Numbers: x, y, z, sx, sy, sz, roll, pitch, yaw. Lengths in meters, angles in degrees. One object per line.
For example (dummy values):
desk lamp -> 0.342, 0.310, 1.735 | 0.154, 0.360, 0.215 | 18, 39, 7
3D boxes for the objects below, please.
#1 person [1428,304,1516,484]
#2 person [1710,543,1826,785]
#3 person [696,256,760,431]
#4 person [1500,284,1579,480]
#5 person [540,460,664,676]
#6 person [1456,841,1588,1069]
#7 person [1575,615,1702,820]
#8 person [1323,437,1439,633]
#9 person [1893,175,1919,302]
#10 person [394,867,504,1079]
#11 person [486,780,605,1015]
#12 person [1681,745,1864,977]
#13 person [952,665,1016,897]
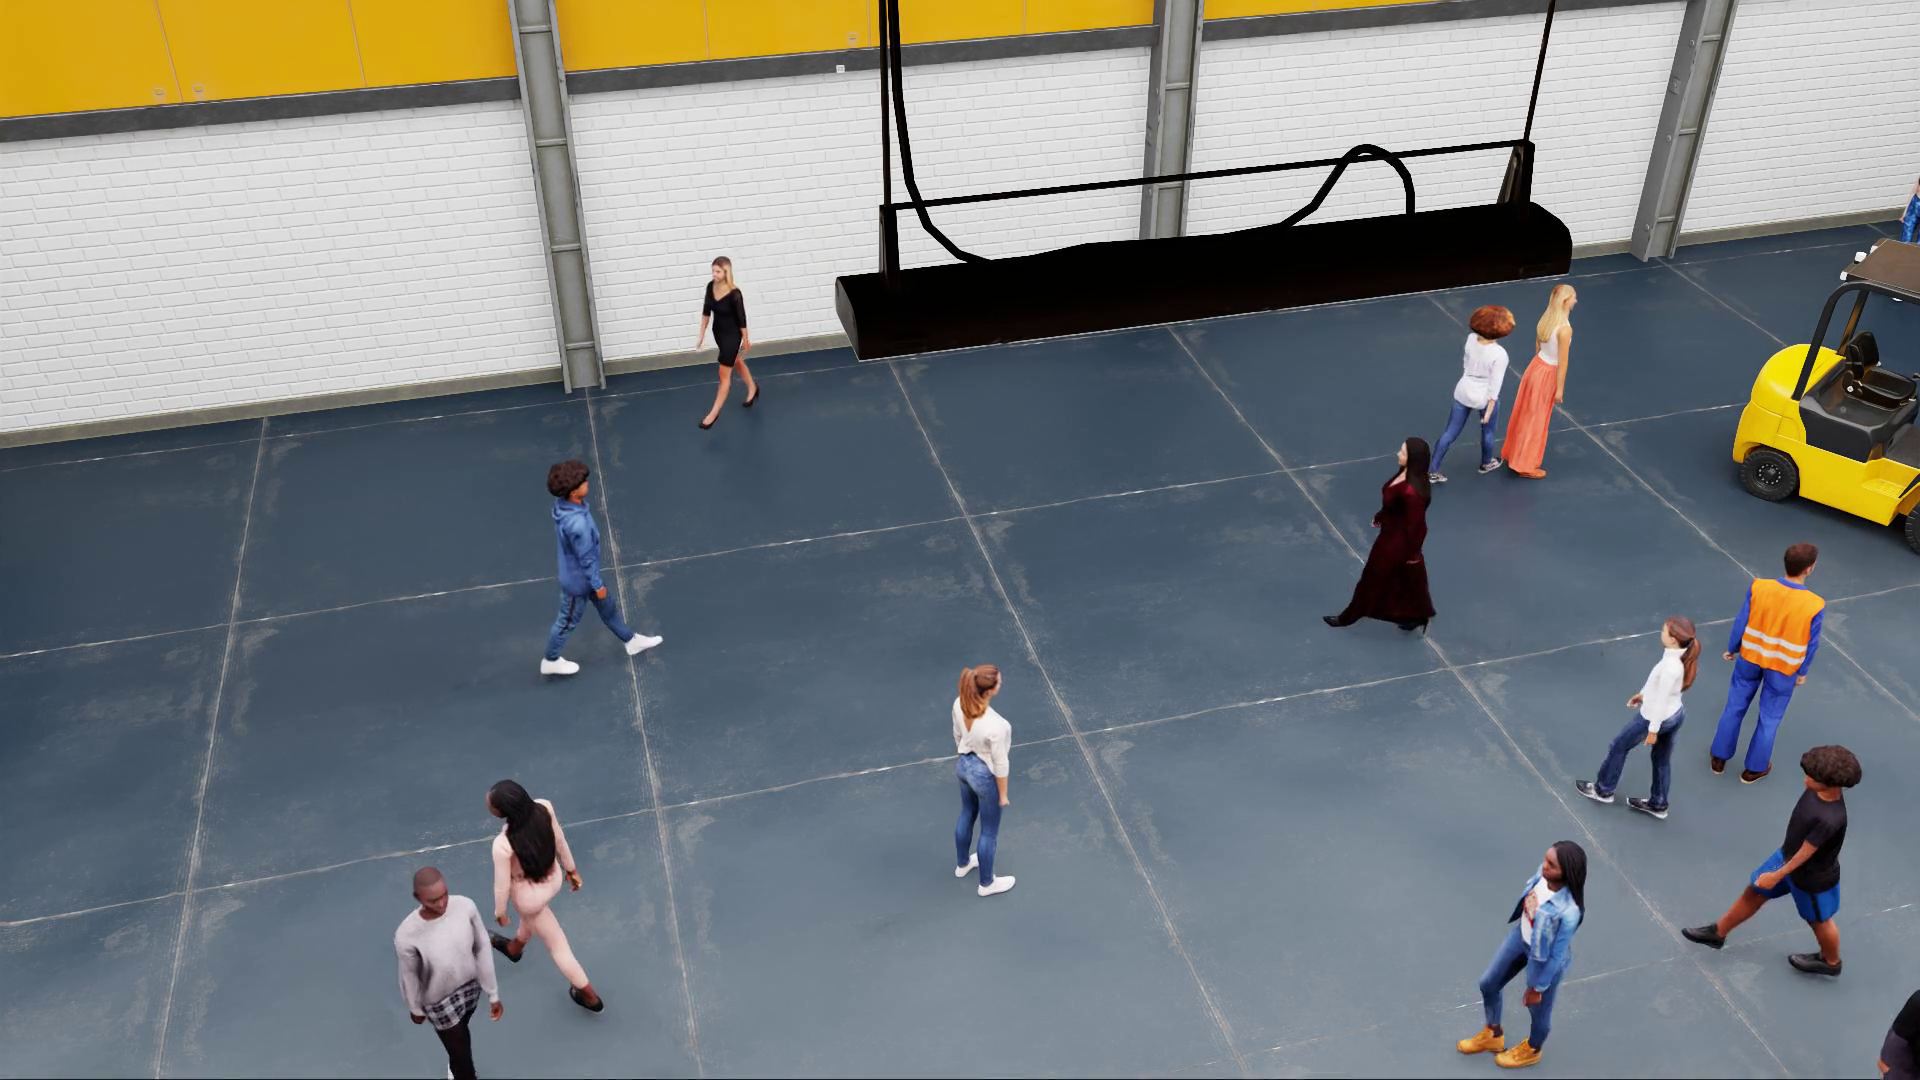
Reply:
person -> 4.405, -1.228, 14.410 | 1.190, 1.683, 0.907 | -22, 39, -29
person -> 5.419, 0.827, 11.157 | 0.791, 1.862, 0.815 | 24, 41, 32
person -> -2.094, -1.873, 15.433 | 0.959, 1.624, 1.143 | 25, 41, 33
person -> 5.099, -1.400, 14.561 | 0.623, 1.801, 0.665 | -3, 34, -5
person -> -2.843, 0.255, 12.101 | 1.155, 1.768, 0.706 | -10, 35, -14
person -> 3.247, 2.288, 9.103 | 0.720, 1.702, 0.670 | -4, 34, -6
person -> 4.663, 1.201, 10.892 | 0.836, 1.532, 0.841 | 25, 41, 32
person -> 3.417, 0.011, 12.512 | 1.189, 1.720, 0.998 | 8, 35, 13
person -> 10.184, -3.414, 17.606 | 0.626, 1.785, 0.601 | -14, 36, -20
person -> -2.789, 2.361, 8.947 | 0.919, 1.753, 0.906 | 26, 41, 33
person -> -2.335, 2.067, 9.467 | 1.214, 1.667, 1.135 | 18, 38, 25
person -> 4.990, 1.922, 9.619 | 1.233, 1.740, 0.947 | 7, 34, 11
person -> 0.128, 1.470, 10.318 | 0.644, 1.719, 0.675 | -23, 40, -30
